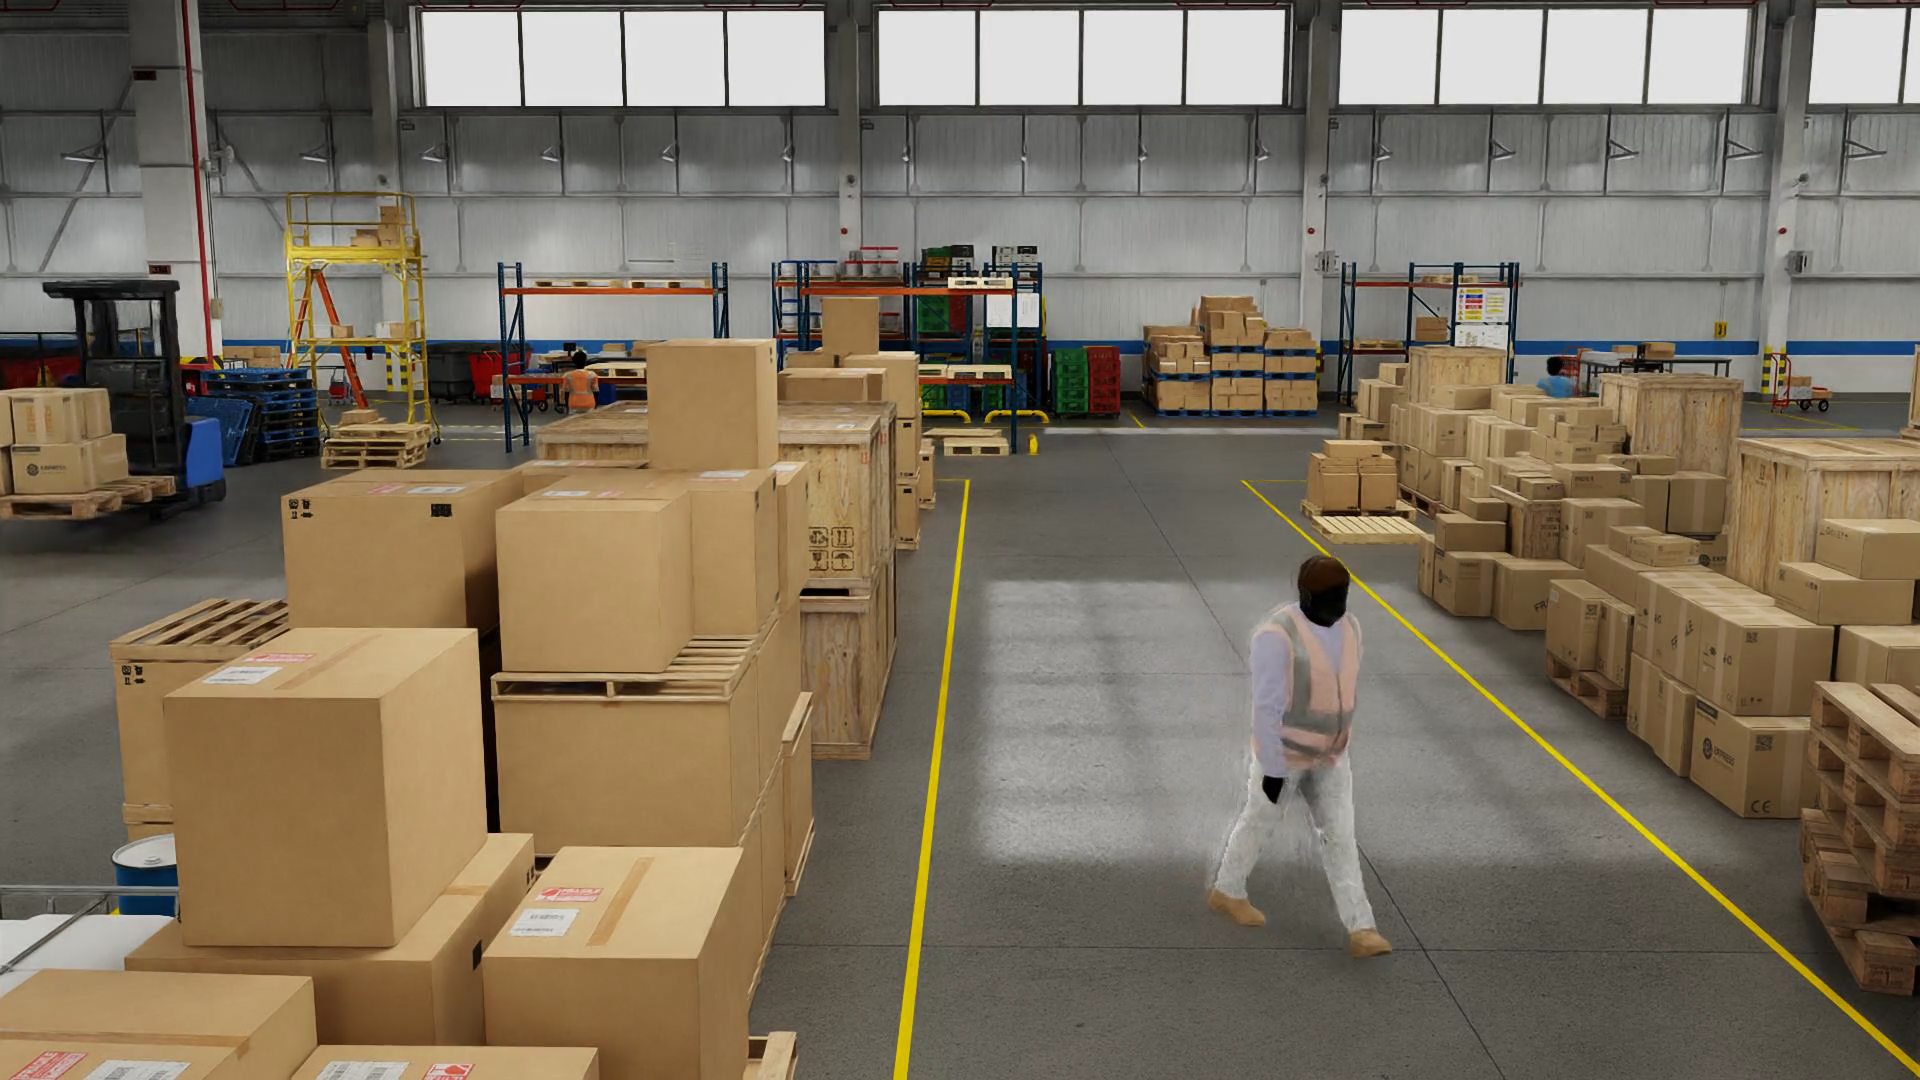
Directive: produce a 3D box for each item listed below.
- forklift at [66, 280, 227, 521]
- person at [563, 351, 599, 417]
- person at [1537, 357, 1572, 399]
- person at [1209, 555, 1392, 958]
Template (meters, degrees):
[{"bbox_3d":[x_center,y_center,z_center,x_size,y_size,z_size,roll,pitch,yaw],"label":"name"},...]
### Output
[{"bbox_3d":[-9.838,-1.738,20.044,1.129,2.768,1.873,0,9,1],"label":"forklift"},{"bbox_3d":[-5.732,-2.008,25.196,0.534,1.698,0.322,-2,10,-9],"label":"person"},{"bbox_3d":[8.546,-1.825,24.202,0.538,1.657,0.832,-3,10,-18],"label":"person"},{"bbox_3d":[1.510,0.930,7.346,0.658,1.785,0.987,-6,11,-32],"label":"person"}]
